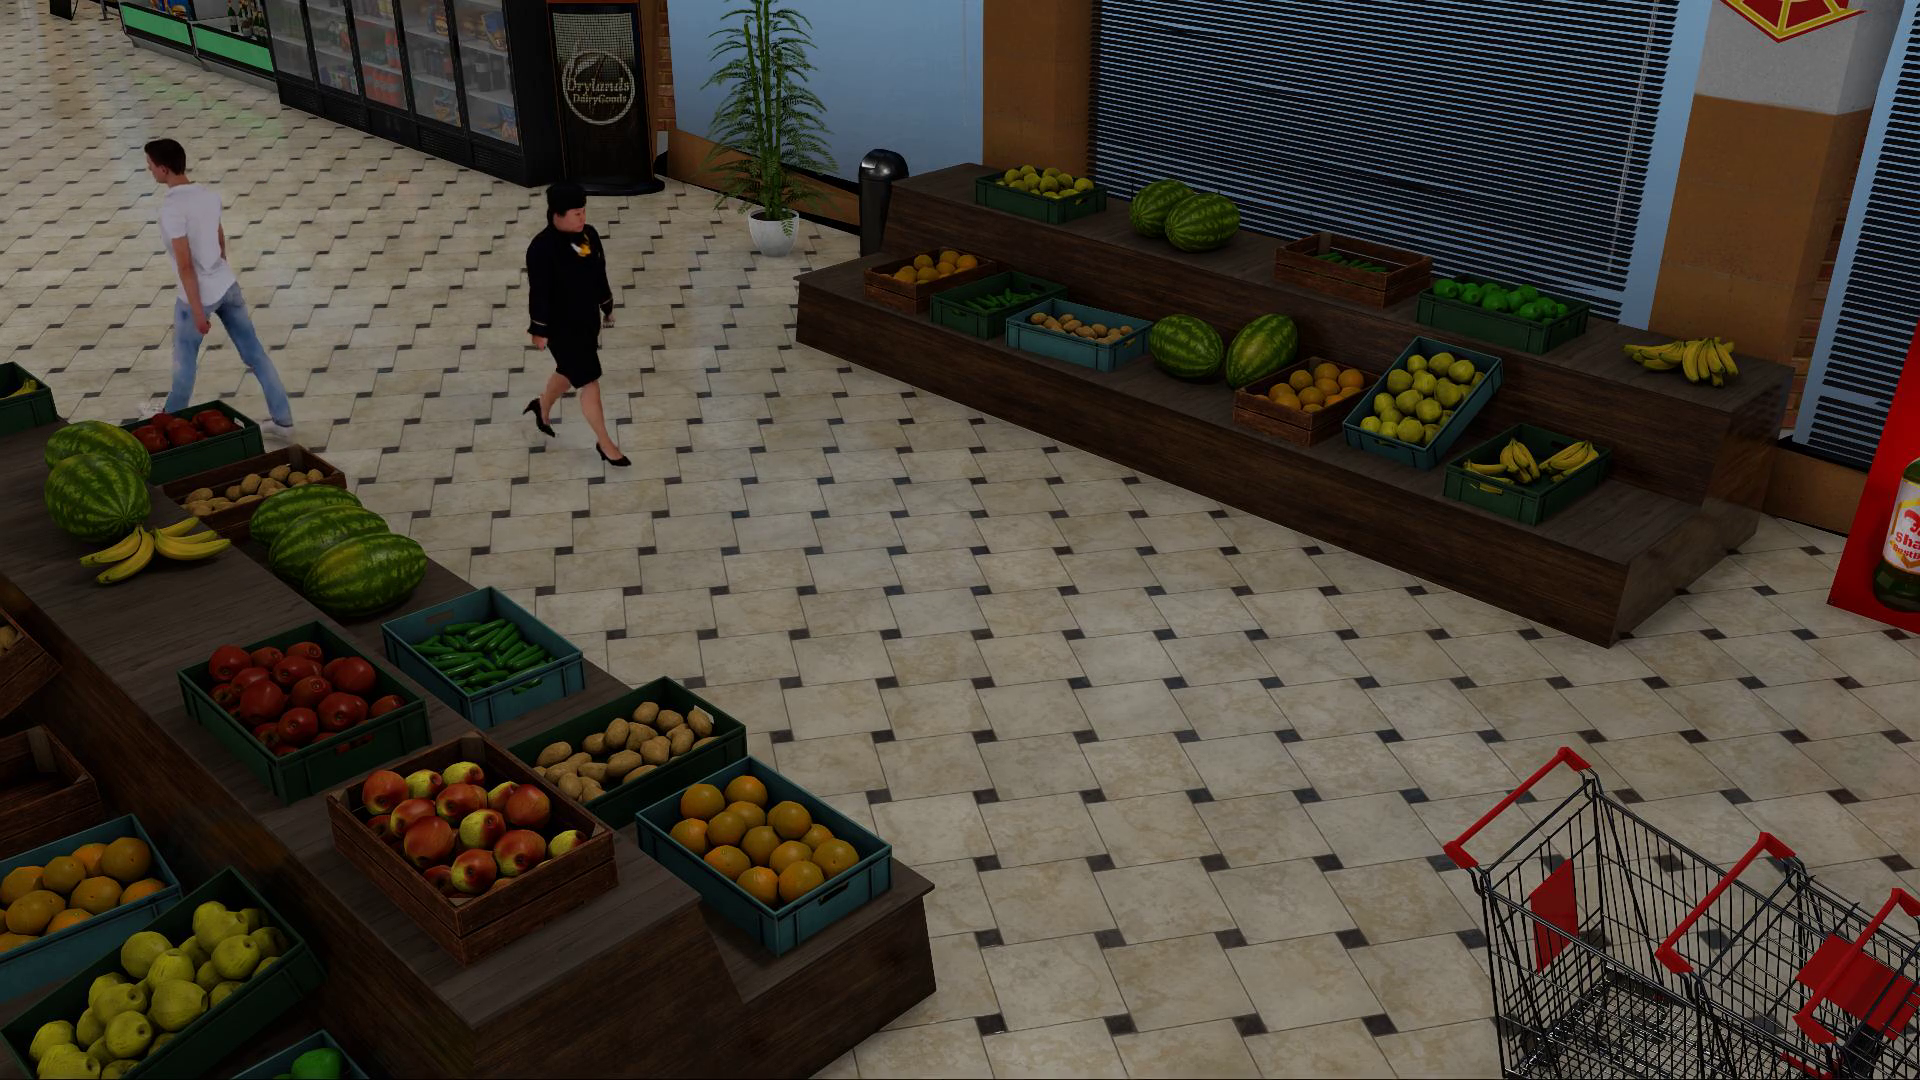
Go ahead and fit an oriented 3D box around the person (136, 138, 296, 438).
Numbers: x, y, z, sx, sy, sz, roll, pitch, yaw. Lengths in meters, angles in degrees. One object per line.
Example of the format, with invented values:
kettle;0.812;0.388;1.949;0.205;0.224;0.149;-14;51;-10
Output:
person;-4.285;-1.390;9.701;1.297;1.794;1.102;7;28;13

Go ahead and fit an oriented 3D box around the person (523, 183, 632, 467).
person;-2.288;-1.232;9.557;1.146;1.641;0.909;13;30;24
